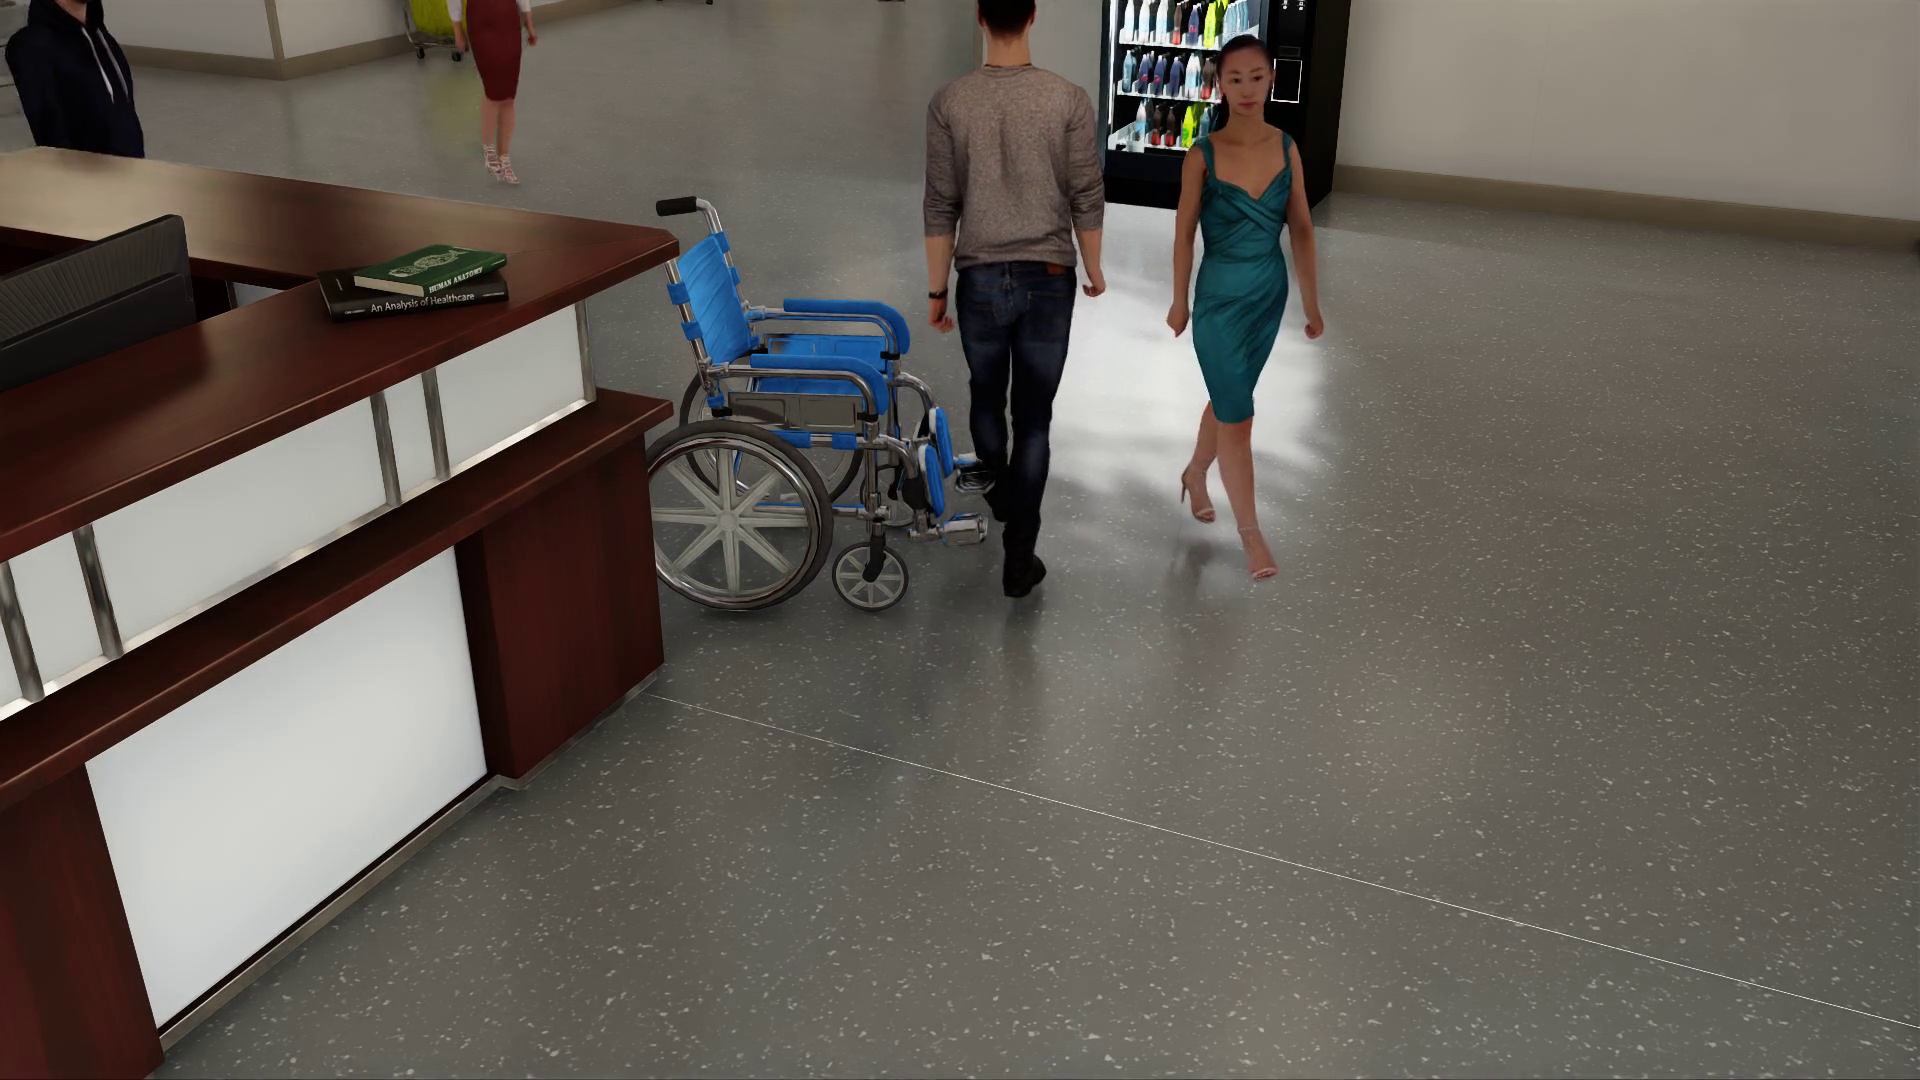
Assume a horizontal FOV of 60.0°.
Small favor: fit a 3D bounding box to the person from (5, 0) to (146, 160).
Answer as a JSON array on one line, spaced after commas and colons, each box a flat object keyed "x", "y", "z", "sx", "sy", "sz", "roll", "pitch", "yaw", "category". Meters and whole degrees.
[{"x": -3.278, "y": -1.292, "z": 6.202, "sx": 0.759, "sy": 1.875, "sz": 0.791, "roll": 3, "pitch": 26, "yaw": 7, "category": "person"}]

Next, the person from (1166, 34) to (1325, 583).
[{"x": 0.861, "y": -0.739, "z": 5.325, "sx": 0.977, "sy": 1.641, "sz": 1.018, "roll": -8, "pitch": 27, "yaw": -17, "category": "person"}]

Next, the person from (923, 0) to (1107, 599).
[{"x": 0.166, "y": -0.726, "z": 5.043, "sx": 1.141, "sy": 1.862, "sz": 0.933, "roll": 5, "pitch": 26, "yaw": 10, "category": "person"}]

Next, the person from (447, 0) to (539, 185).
[{"x": -2.802, "y": -2.989, "z": 9.879, "sx": 0.686, "sy": 1.738, "sz": 0.693, "roll": -22, "pitch": 33, "yaw": -38, "category": "person"}]
